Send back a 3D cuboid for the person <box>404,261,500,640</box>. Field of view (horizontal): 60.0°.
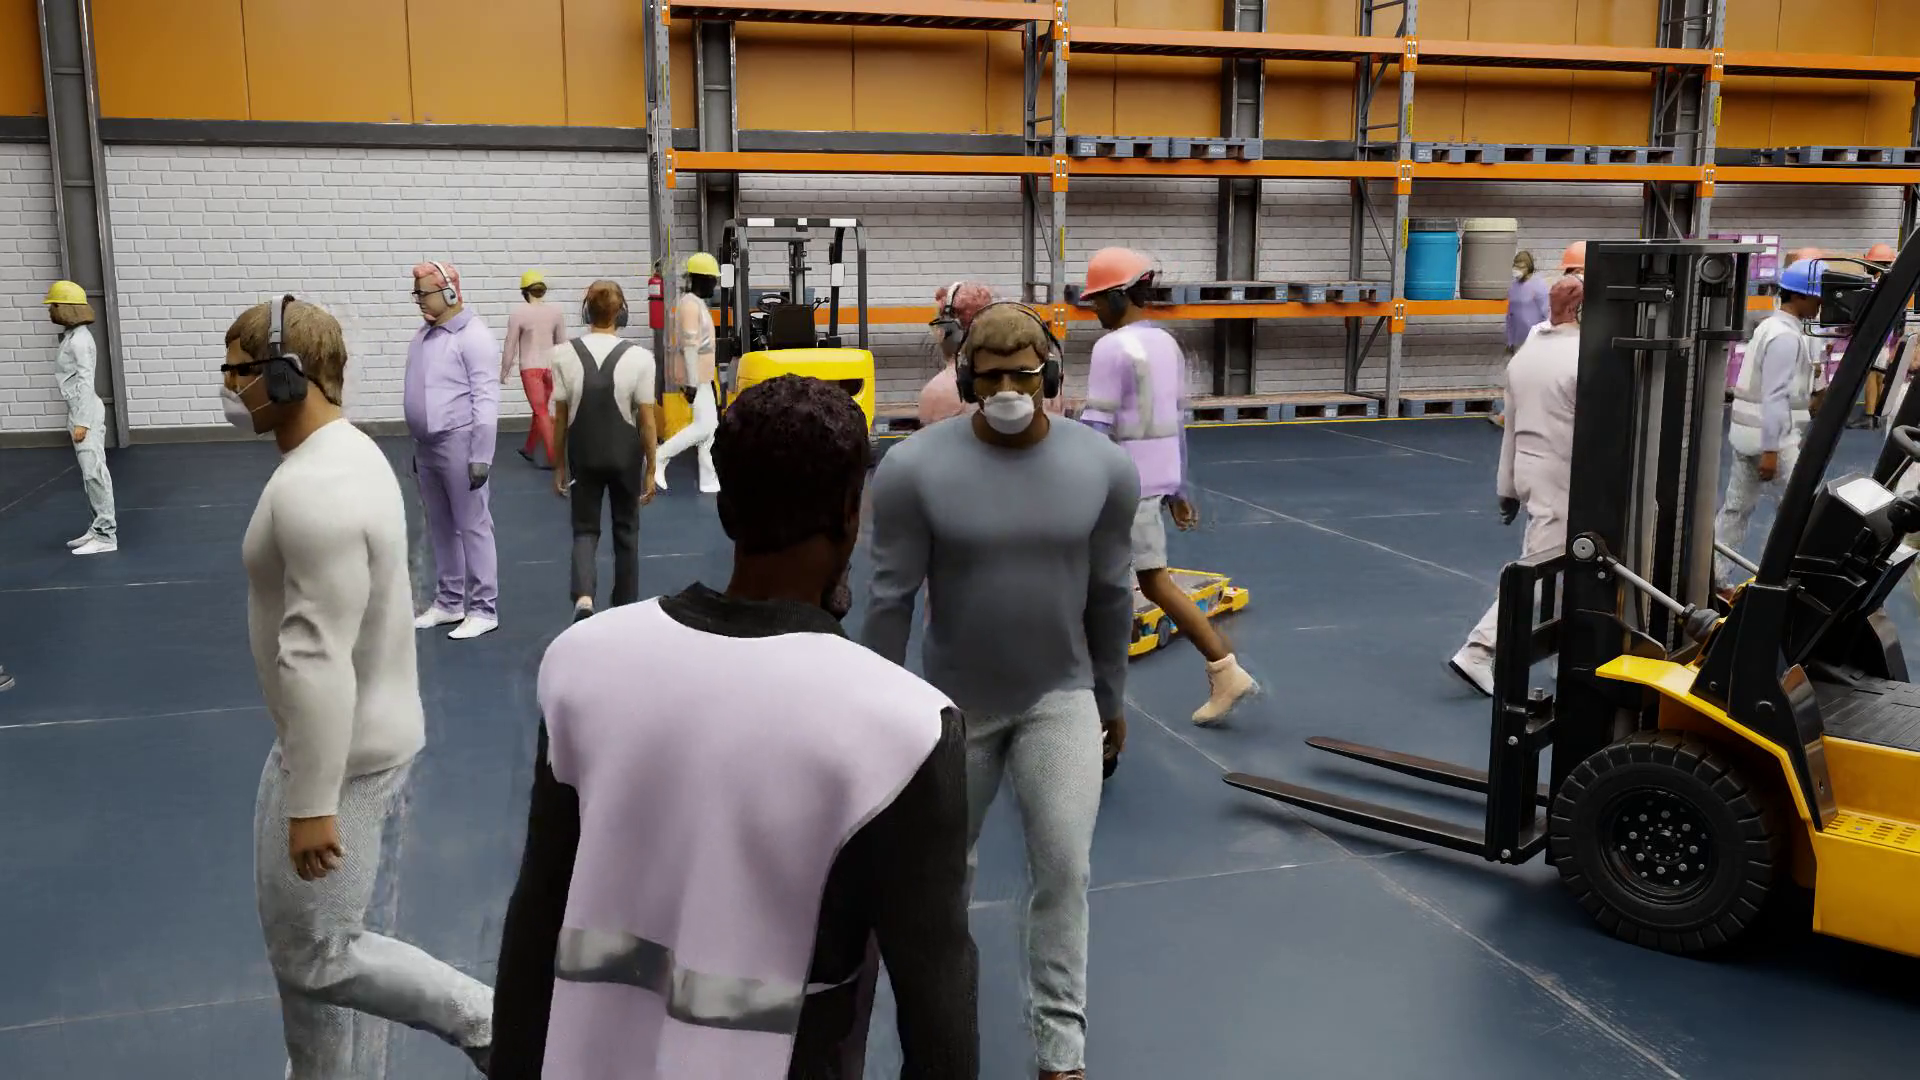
[{"bbox_3d":[-2.599,-0.452,8.436,0.639,1.902,0.407,9,14,40],"label":"person"}]

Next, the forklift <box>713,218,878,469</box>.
[{"bbox_3d":[-1.522,-1.778,14.899,1.214,2.155,2.313,-3,11,-17],"label":"forklift"}]

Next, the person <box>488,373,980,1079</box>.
[{"bbox_3d":[-0.235,0.714,2.168,0.617,1.846,1.043,7,12,33],"label":"person"}]

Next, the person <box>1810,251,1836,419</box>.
[{"bbox_3d":[9.281,-2.252,18.337,1.014,1.881,0.557,-4,11,-21],"label":"person"}]

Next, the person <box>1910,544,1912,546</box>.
[{"bbox_3d":[6.427,-0.922,10.625,0.704,2.000,0.536,-2,11,-12],"label":"person"}]

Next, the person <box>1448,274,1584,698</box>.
[{"bbox_3d":[2.588,-0.234,7.339,0.928,1.871,0.643,-2,10,-10],"label":"person"}]

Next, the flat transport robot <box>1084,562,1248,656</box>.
[{"bbox_3d":[0.913,0.330,8.616,0.652,0.197,1.431,7,12,32],"label":"flat transport robot"}]

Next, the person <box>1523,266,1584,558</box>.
[{"bbox_3d":[3.350,-0.553,9.074,0.593,1.870,0.353,2,11,11],"label":"person"}]

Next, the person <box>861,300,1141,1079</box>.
[{"bbox_3d":[0.084,0.364,4.026,0.652,1.893,0.943,-1,10,-7],"label":"person"}]

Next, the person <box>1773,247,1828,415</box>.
[{"bbox_3d":[7.630,-1.679,15.098,0.410,1.923,0.583,-3,11,-17],"label":"person"}]

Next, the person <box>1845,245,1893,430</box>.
[{"bbox_3d":[9.602,-2.125,17.507,0.547,1.936,0.364,-9,14,-41],"label":"person"}]

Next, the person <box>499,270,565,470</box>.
[{"bbox_3d":[-3.755,-1.490,14.601,0.892,1.720,0.542,10,14,43],"label":"person"}]

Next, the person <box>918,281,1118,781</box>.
[{"bbox_3d":[0.172,0.000,6.075,0.657,1.870,0.841,-8,13,-39],"label":"person"}]

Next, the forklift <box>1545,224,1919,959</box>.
[{"bbox_3d":[2.909,0.117,4.508,2.313,2.155,1.214,9,14,40],"label":"forklift"}]

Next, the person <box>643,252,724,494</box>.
[{"bbox_3d":[-2.122,-1.293,13.034,0.640,1.903,0.612,-1,10,-4],"label":"person"}]

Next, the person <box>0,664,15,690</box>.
[{"bbox_3d":[-4.495,-0.221,7.390,0.403,1.825,0.595,-8,13,-39],"label":"person"}]

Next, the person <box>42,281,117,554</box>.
[{"bbox_3d":[-5.655,-0.783,10.680,0.299,1.745,0.483,-6,12,-29],"label":"person"}]

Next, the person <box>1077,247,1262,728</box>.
[{"bbox_3d":[0.809,-0.221,6.967,1.023,1.996,0.682,6,12,30],"label":"person"}]

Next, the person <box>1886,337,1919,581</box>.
[{"bbox_3d":[4.596,-0.211,7.953,0.870,1.588,0.495,2,11,11],"label":"person"}]

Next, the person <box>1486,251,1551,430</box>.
[{"bbox_3d":[5.958,-2.087,17.496,1.071,1.860,0.703,-3,11,-14],"label":"person"}]

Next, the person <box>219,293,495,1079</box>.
[{"bbox_3d":[-1.246,0.448,3.487,0.707,1.914,0.648,-4,11,-19],"label":"person"}]

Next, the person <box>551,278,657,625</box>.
[{"bbox_3d":[-1.733,-0.352,8.101,0.523,1.825,0.644,-1,10,-5],"label":"person"}]

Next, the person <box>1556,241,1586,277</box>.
[{"bbox_3d":[4.161,-1.004,11.202,0.376,1.995,0.611,3,11,15],"label":"person"}]

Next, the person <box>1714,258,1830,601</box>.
[{"bbox_3d":[4.427,-0.529,8.831,0.872,1.899,0.629,2,11,13],"label":"person"}]
